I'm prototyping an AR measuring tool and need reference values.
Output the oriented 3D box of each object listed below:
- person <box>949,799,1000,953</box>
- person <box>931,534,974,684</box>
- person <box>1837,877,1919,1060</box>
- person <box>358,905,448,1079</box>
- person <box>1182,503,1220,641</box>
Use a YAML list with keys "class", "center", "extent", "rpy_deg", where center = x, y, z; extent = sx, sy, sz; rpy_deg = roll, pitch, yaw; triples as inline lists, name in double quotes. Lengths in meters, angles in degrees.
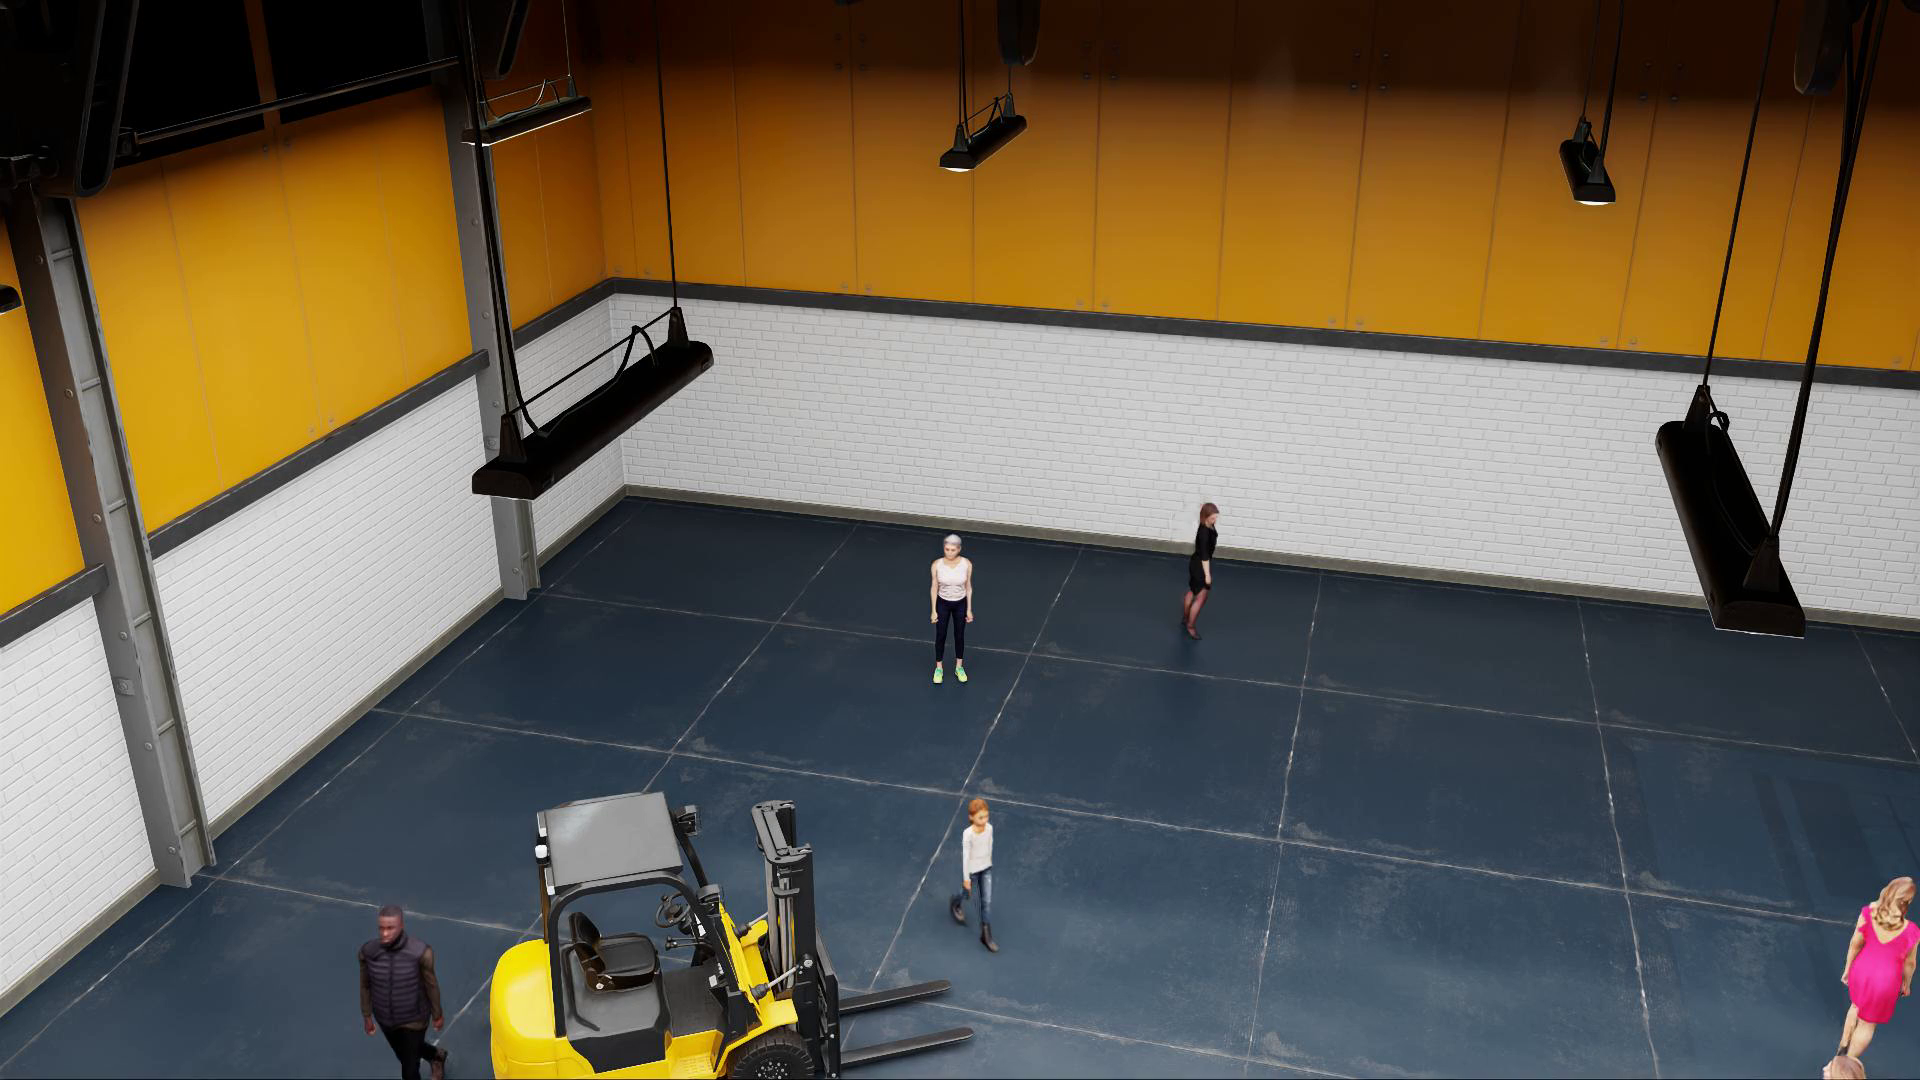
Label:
- class: "person"
  center: [0.094, 2.693, 13.663]
  extent: [0.882, 1.292, 0.913]
  rpy_deg: [-14, 27, -30]
- class: "person"
  center: [-0.087, 0.708, 17.690]
  extent: [0.672, 1.704, 0.656]
  rpy_deg: [-3, 24, -6]
- class: "person"
  center: [6.538, 3.204, 11.966]
  extent: [0.781, 1.715, 0.723]
  rpy_deg: [-15, 28, -30]
- class: "person"
  center: [-3.861, 3.297, 11.646]
  extent: [0.793, 1.801, 1.194]
  rpy_deg: [3, 24, 8]
- class: "person"
  center: [2.654, 0.314, 18.632]
  extent: [0.837, 1.672, 0.581]
  rpy_deg: [-3, 24, -7]
